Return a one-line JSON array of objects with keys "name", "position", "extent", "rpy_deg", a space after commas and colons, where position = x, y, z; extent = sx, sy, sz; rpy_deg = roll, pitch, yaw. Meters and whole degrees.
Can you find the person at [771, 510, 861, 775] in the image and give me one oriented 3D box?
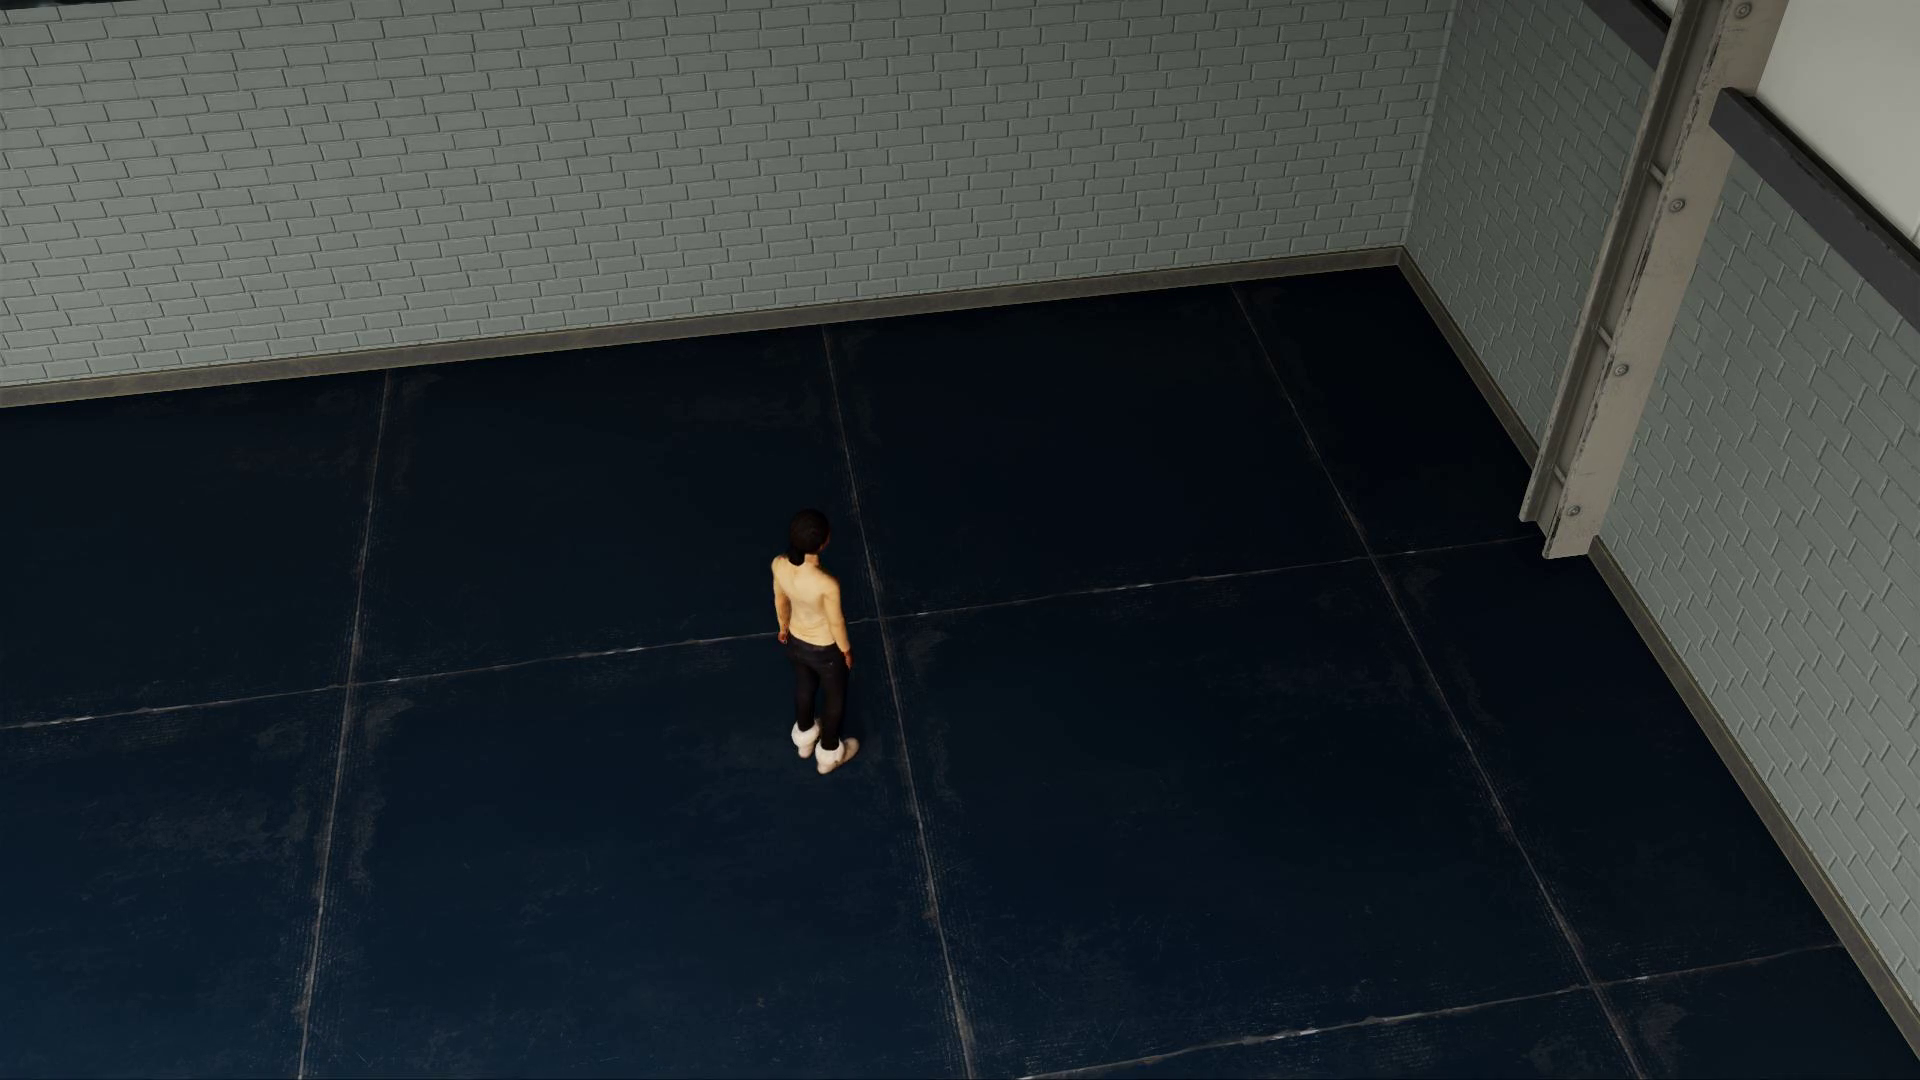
[{"name": "person", "position": [-0.739, 0.539, 8.382], "extent": [0.699, 1.647, 0.757], "rpy_deg": [26, 49, 25]}]
